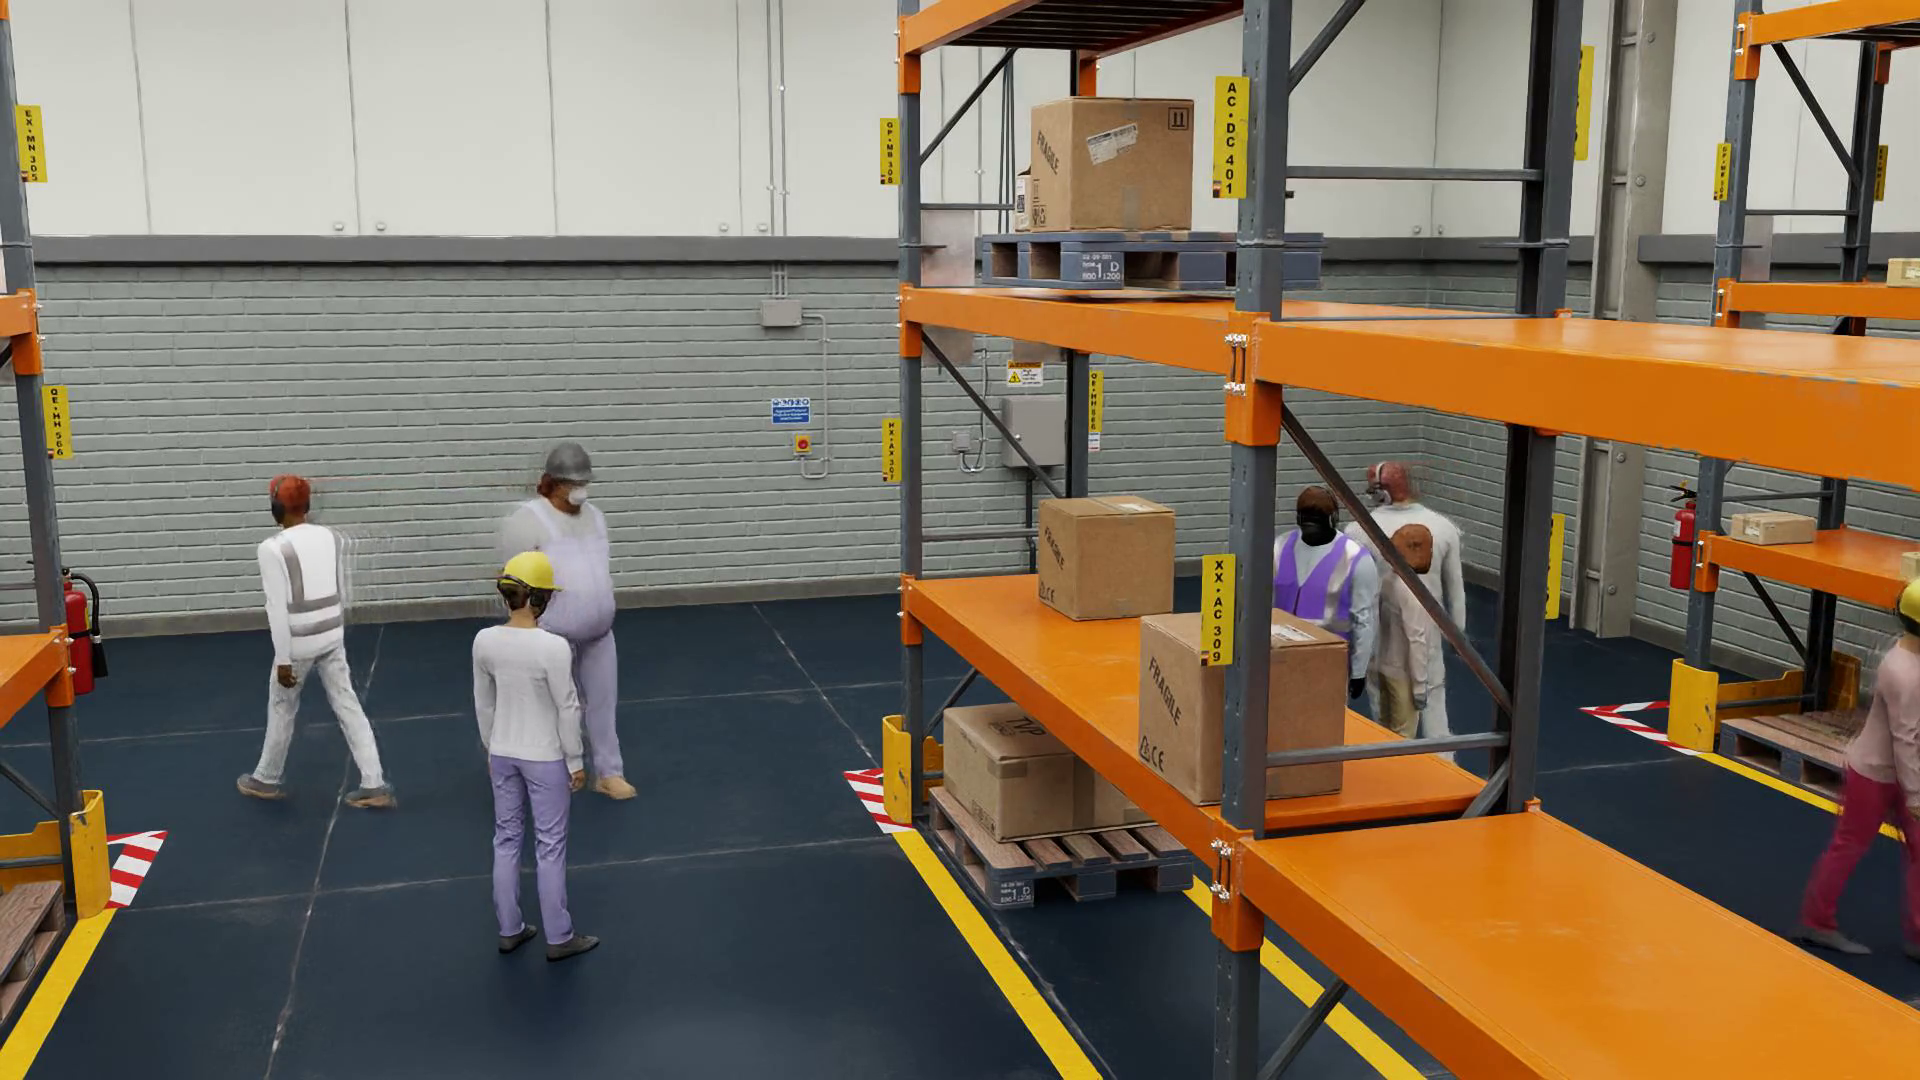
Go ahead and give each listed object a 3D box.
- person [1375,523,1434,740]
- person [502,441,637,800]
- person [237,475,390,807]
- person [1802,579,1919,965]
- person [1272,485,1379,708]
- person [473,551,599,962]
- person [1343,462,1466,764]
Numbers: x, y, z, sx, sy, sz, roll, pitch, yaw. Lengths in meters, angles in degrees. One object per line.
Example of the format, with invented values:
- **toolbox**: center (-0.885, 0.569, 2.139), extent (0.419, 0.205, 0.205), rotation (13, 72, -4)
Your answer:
- **person**: center (2.306, 0.719, 8.639), extent (0.289, 1.632, 0.497), rotation (-1, 10, -4)
- **person**: center (-2.237, 0.410, 9.233), extent (0.884, 2.000, 0.676), rotation (9, 13, 42)
- **person**: center (-3.533, 0.554, 9.047), extent (1.001, 1.828, 0.595), rotation (5, 11, 26)
- **person**: center (3.933, 0.975, 6.908), extent (0.556, 1.717, 0.740), rotation (-9, 14, -43)
- **person**: center (1.827, 0.624, 8.625), extent (0.628, 1.837, 0.429), rotation (8, 13, 39)
- **person**: center (-1.823, 0.923, 7.120), extent (0.524, 1.760, 0.328), rotation (5, 11, 25)
- **person**: center (2.454, 0.494, 9.260), extent (0.730, 1.878, 0.414), rotation (0, 10, 1)
